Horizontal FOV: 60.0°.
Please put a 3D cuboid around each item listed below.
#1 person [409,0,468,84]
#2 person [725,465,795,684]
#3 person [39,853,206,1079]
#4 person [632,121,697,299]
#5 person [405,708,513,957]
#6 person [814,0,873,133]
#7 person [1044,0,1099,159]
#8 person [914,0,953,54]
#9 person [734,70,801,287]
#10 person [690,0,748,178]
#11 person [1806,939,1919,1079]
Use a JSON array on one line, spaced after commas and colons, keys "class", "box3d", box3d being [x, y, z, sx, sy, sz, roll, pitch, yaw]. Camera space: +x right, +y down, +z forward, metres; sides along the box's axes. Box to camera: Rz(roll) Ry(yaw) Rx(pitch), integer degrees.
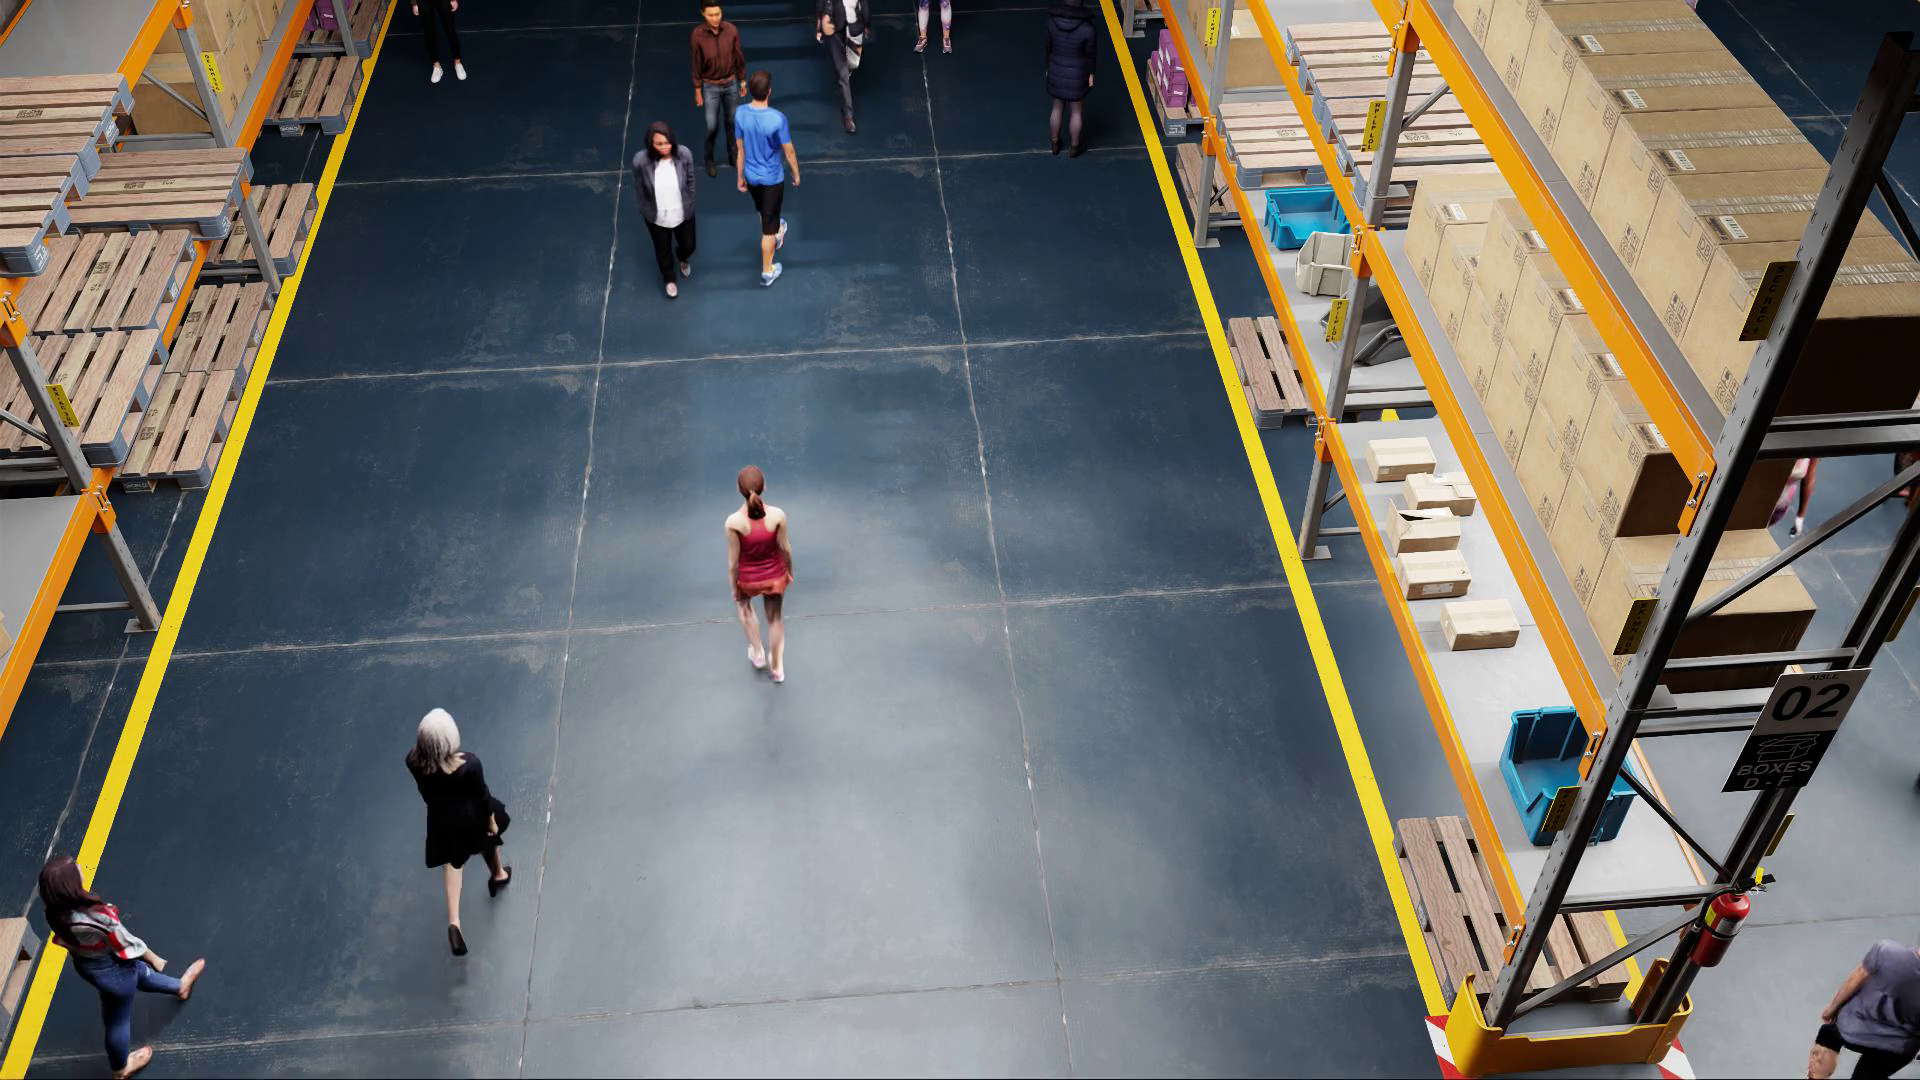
[{"class": "person", "box3d": [-5.227, -5.383, 16.510, 0.624, 1.703, 0.532, -8, 44, -8]}, {"class": "person", "box3d": [-1.258, 0.283, 10.537, 0.617, 1.738, 0.660, -10, 44, -10]}, {"class": "person", "box3d": [-4.461, 2.261, 8.580, 0.916, 1.574, 1.096, 16, 46, 16]}, {"class": "person", "box3d": [-2.448, -2.799, 13.887, 0.735, 1.579, 0.815, -10, 44, -10]}, {"class": "person", "box3d": [-2.766, 1.603, 9.159, 0.716, 1.728, 1.045, 4, 44, 4]}, {"class": "person", "box3d": [-1.129, -4.931, 15.921, 0.855, 1.861, 1.219, -12, 45, -13]}, {"class": "person", "box3d": [1.011, -4.350, 15.446, 0.783, 1.675, 0.803, 16, 46, 16]}, {"class": "person", "box3d": [-0.250, -5.820, 16.922, 0.632, 1.767, 0.579, 4, 44, 4]}, {"class": "person", "box3d": [-1.665, -2.961, 13.873, 0.904, 1.833, 1.157, 12, 45, 12]}, {"class": "person", "box3d": [-2.195, -4.160, 15.175, 0.726, 1.774, 0.667, -17, 46, -17]}, {"class": "person", "box3d": [4.470, 2.474, 8.144, 0.841, 1.867, 0.886, 25, 49, 24]}]
